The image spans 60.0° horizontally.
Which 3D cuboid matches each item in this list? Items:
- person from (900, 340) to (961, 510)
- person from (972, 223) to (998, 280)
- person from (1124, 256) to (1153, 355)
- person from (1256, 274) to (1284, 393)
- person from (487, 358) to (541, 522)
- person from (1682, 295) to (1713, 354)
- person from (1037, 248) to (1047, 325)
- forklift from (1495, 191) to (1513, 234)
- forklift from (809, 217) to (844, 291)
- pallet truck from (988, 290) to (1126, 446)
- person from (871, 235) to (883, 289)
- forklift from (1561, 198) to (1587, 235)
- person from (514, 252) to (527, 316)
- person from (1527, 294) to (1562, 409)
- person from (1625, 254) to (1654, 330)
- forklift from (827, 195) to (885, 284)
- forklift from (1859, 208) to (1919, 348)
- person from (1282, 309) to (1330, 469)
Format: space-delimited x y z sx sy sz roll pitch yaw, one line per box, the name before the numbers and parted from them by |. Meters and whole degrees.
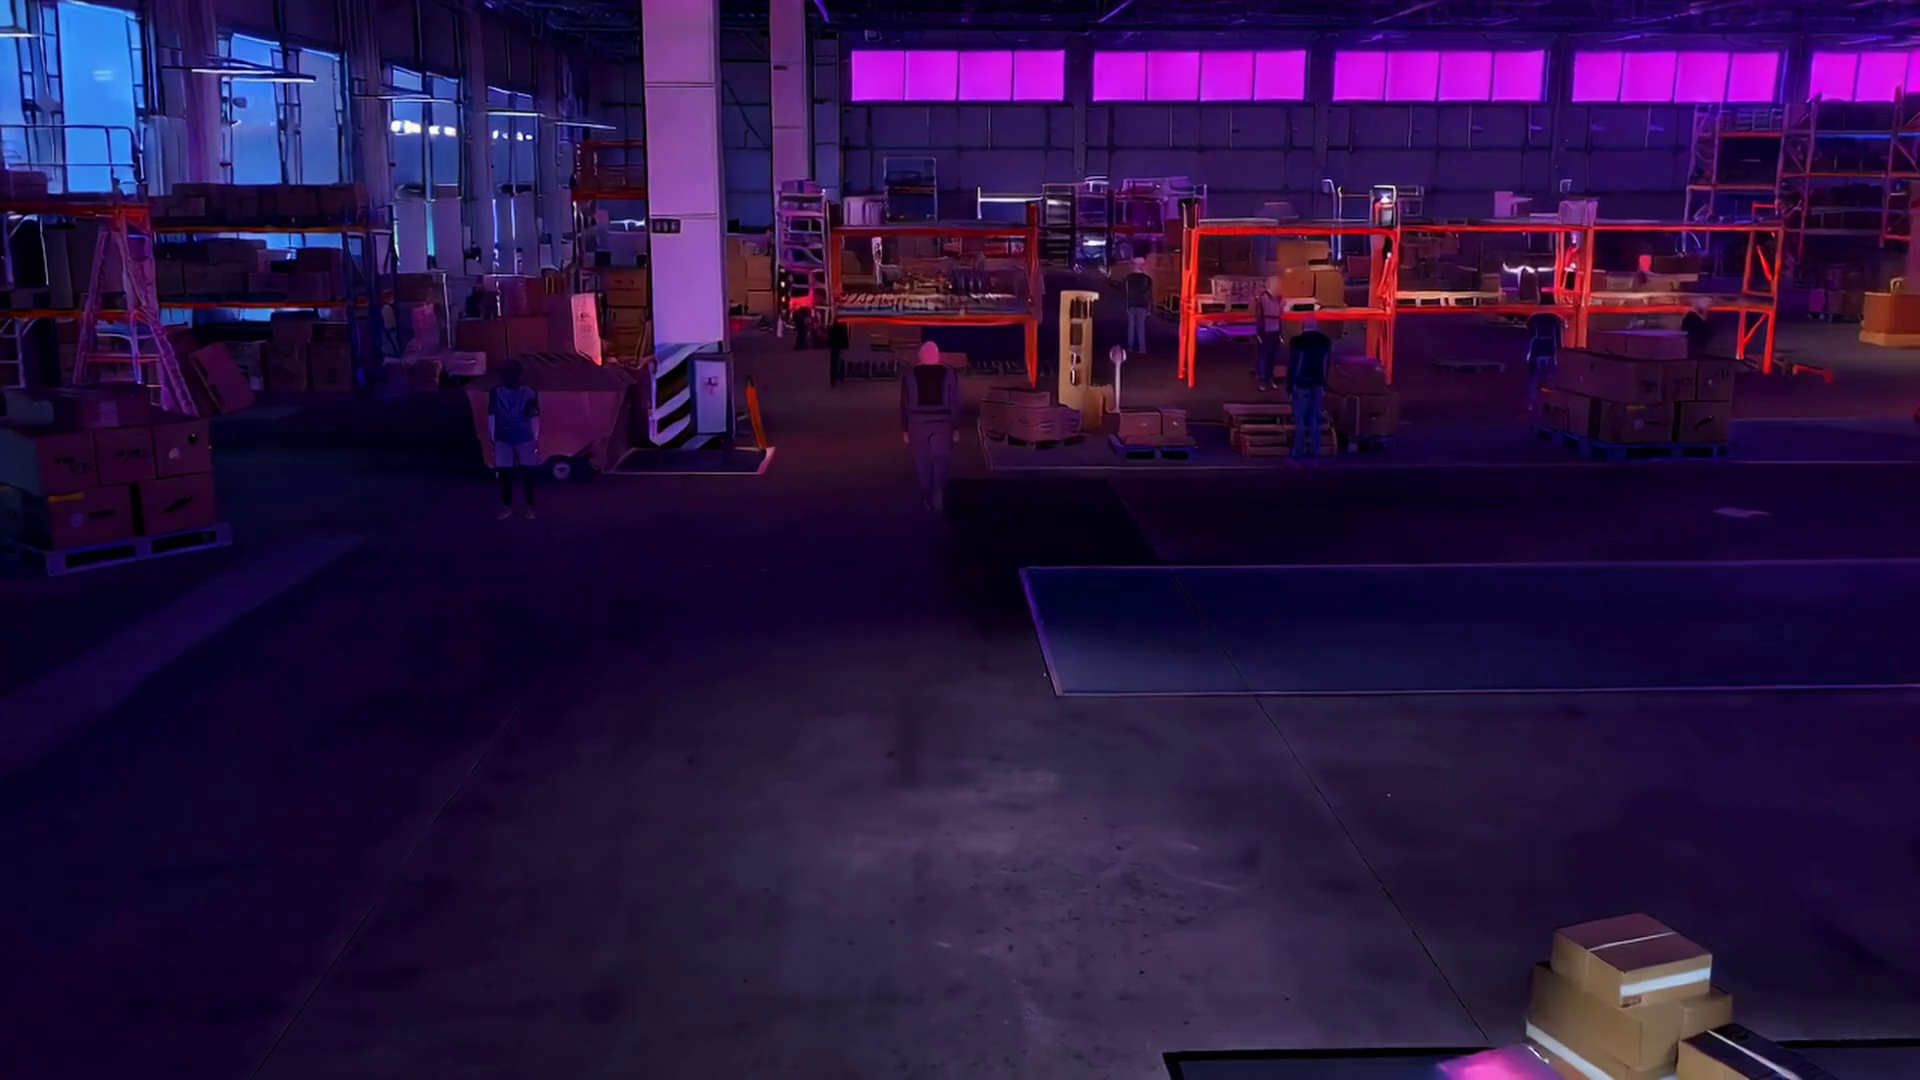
person | -0.311 -1.193 17.508 0.640 1.824 0.670 0 12 -2
person | 0.759 -9.490 54.826 1.040 1.882 0.653 -4 13 -16
person | 3.518 -4.604 32.675 0.595 1.925 0.371 8 15 34
person | 5.036 -3.358 27.073 0.594 1.919 0.387 -10 16 -38
person | -4.556 -1.019 17.008 0.541 1.698 0.316 0 12 2
person | 10.084 -2.439 22.967 0.646 1.896 0.569 -9 15 -35
person | 1.756 -5.858 38.604 0.516 1.823 0.861 3 13 15
forklift | 20.493 -11.778 62.896 1.873 2.768 1.129 0 12 -2
forklift | -4.375 -8.619 48.637 1.873 2.768 1.129 0 12 -2
pallet truck | 1.257 -2.299 22.111 1.885 1.965 0.823 -9 15 -35
person | -2.542 -8.666 51.134 0.343 1.881 0.580 -6 14 -24
forklift | 17.204 -8.212 46.797 1.873 2.768 1.129 0 12 -2
person | -10.762 -6.237 40.730 0.313 1.632 0.523 -5 14 -23
person | 8.804 -2.839 25.126 0.487 1.743 0.315 5 14 22
person | 13.590 -4.729 33.217 0.635 1.939 0.643 2 13 8
forklift | -3.467 -9.533 52.763 1.873 2.768 1.129 -7 14 -29
forklift | 19.686 -5.373 33.979 1.873 2.768 1.129 0 12 -2
person | 4.191 -1.830 20.160 0.623 1.933 0.373 -8 15 -33
